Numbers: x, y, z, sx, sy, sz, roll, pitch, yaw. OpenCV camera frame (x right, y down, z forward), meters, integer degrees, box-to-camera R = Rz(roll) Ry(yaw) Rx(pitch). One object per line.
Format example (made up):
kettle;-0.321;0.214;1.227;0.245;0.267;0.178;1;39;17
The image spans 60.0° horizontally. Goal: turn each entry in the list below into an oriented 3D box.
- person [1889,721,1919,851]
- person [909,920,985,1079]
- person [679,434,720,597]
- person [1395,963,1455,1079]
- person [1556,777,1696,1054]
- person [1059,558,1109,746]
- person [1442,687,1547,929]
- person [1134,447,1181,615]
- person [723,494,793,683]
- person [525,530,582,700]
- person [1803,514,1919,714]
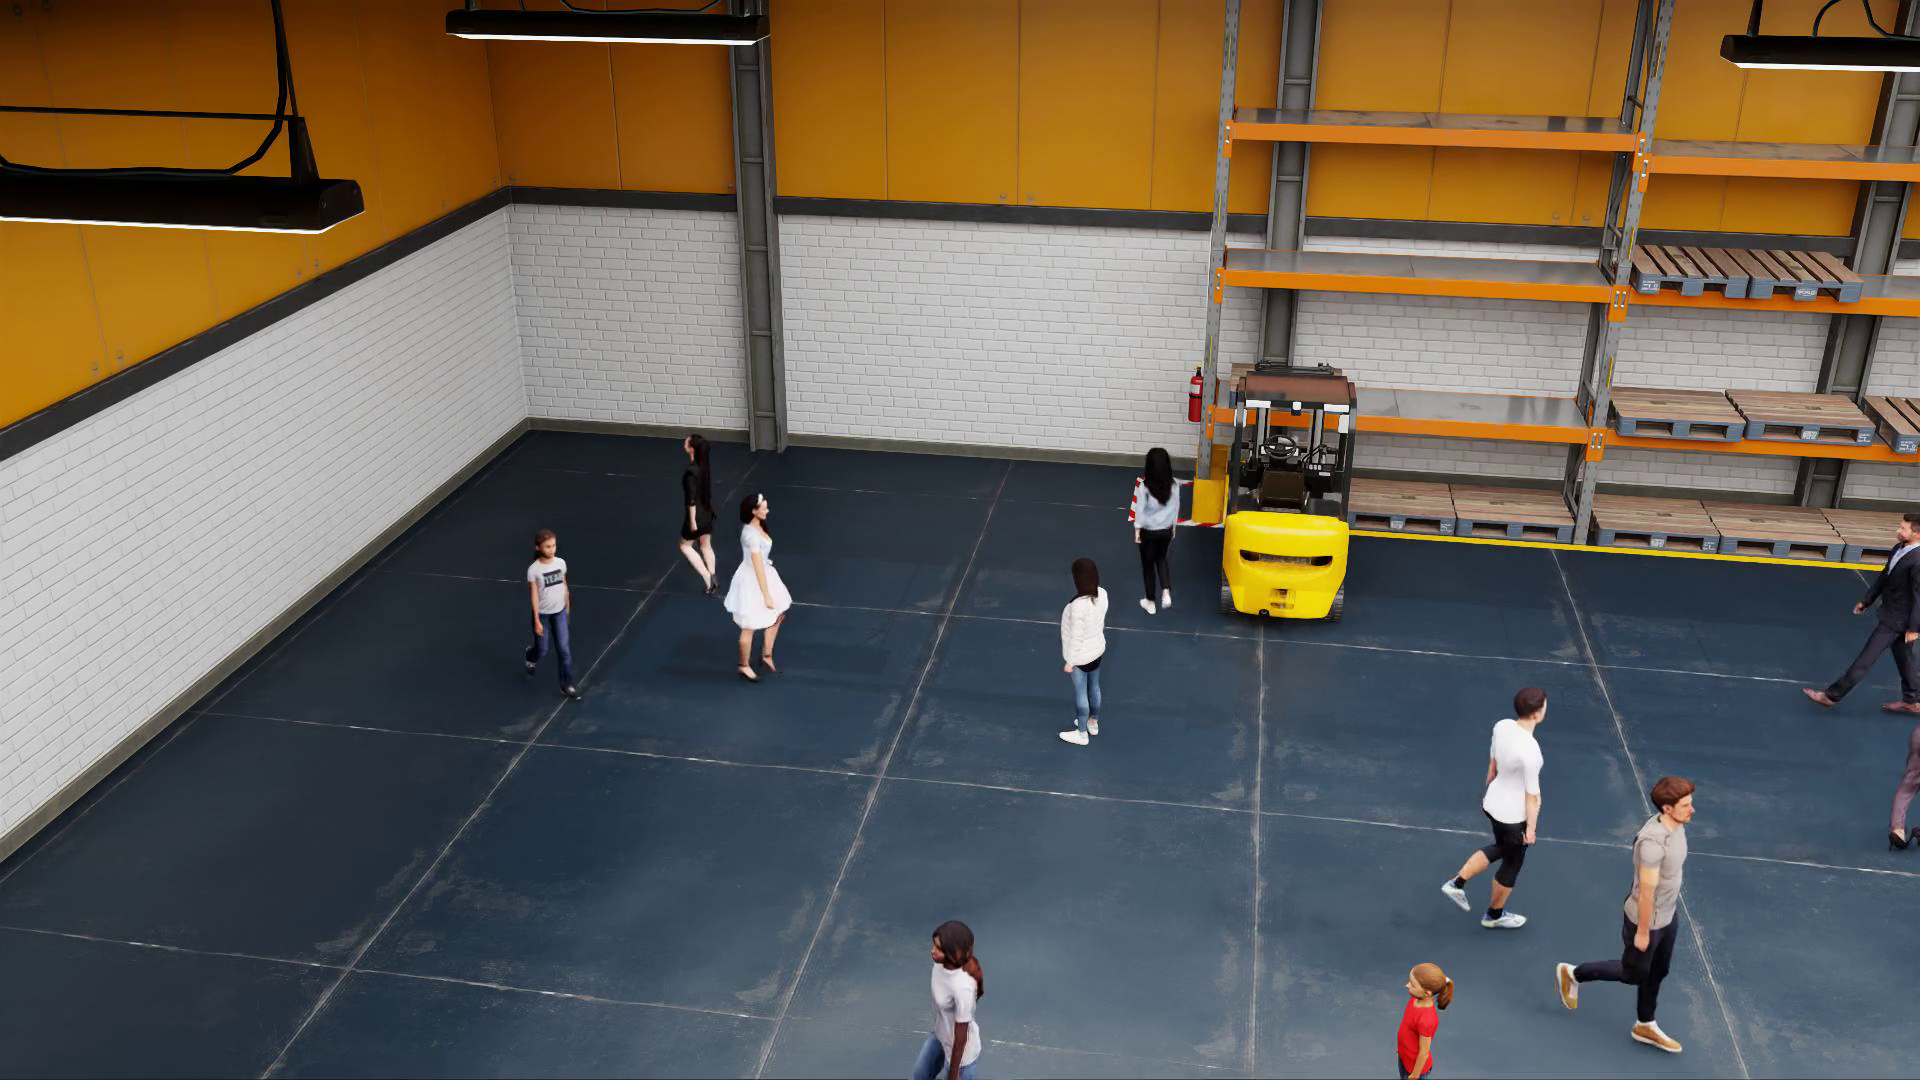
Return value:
person;7.021;1.562;12.143;0.742;1.655;0.703;-6;24;-13
person;0.036;2.803;9.230;0.782;1.715;0.743;-9;25;-19
person;-2.454;-0.211;16.161;0.596;1.685;0.625;6;24;14
person;2.585;2.941;9.418;0.532;1.311;0.501;1;24;2
person;4.162;2.273;10.236;1.147;1.880;0.992;20;30;37
person;1.034;0.904;13.673;0.687;1.635;0.694;16;28;31
person;3.633;1.838;11.287;0.922;1.834;0.797;-3;24;-6
person;1.898;-0.051;15.768;0.773;1.706;0.830;-9;25;-20
person;-1.877;0.446;14.519;0.858;1.797;0.726;0;24;1
person;-3.601;0.621;14.432;0.884;1.546;0.985;-19;30;-37
person;7.968;0.664;13.999;1.219;1.813;0.663;5;24;12
